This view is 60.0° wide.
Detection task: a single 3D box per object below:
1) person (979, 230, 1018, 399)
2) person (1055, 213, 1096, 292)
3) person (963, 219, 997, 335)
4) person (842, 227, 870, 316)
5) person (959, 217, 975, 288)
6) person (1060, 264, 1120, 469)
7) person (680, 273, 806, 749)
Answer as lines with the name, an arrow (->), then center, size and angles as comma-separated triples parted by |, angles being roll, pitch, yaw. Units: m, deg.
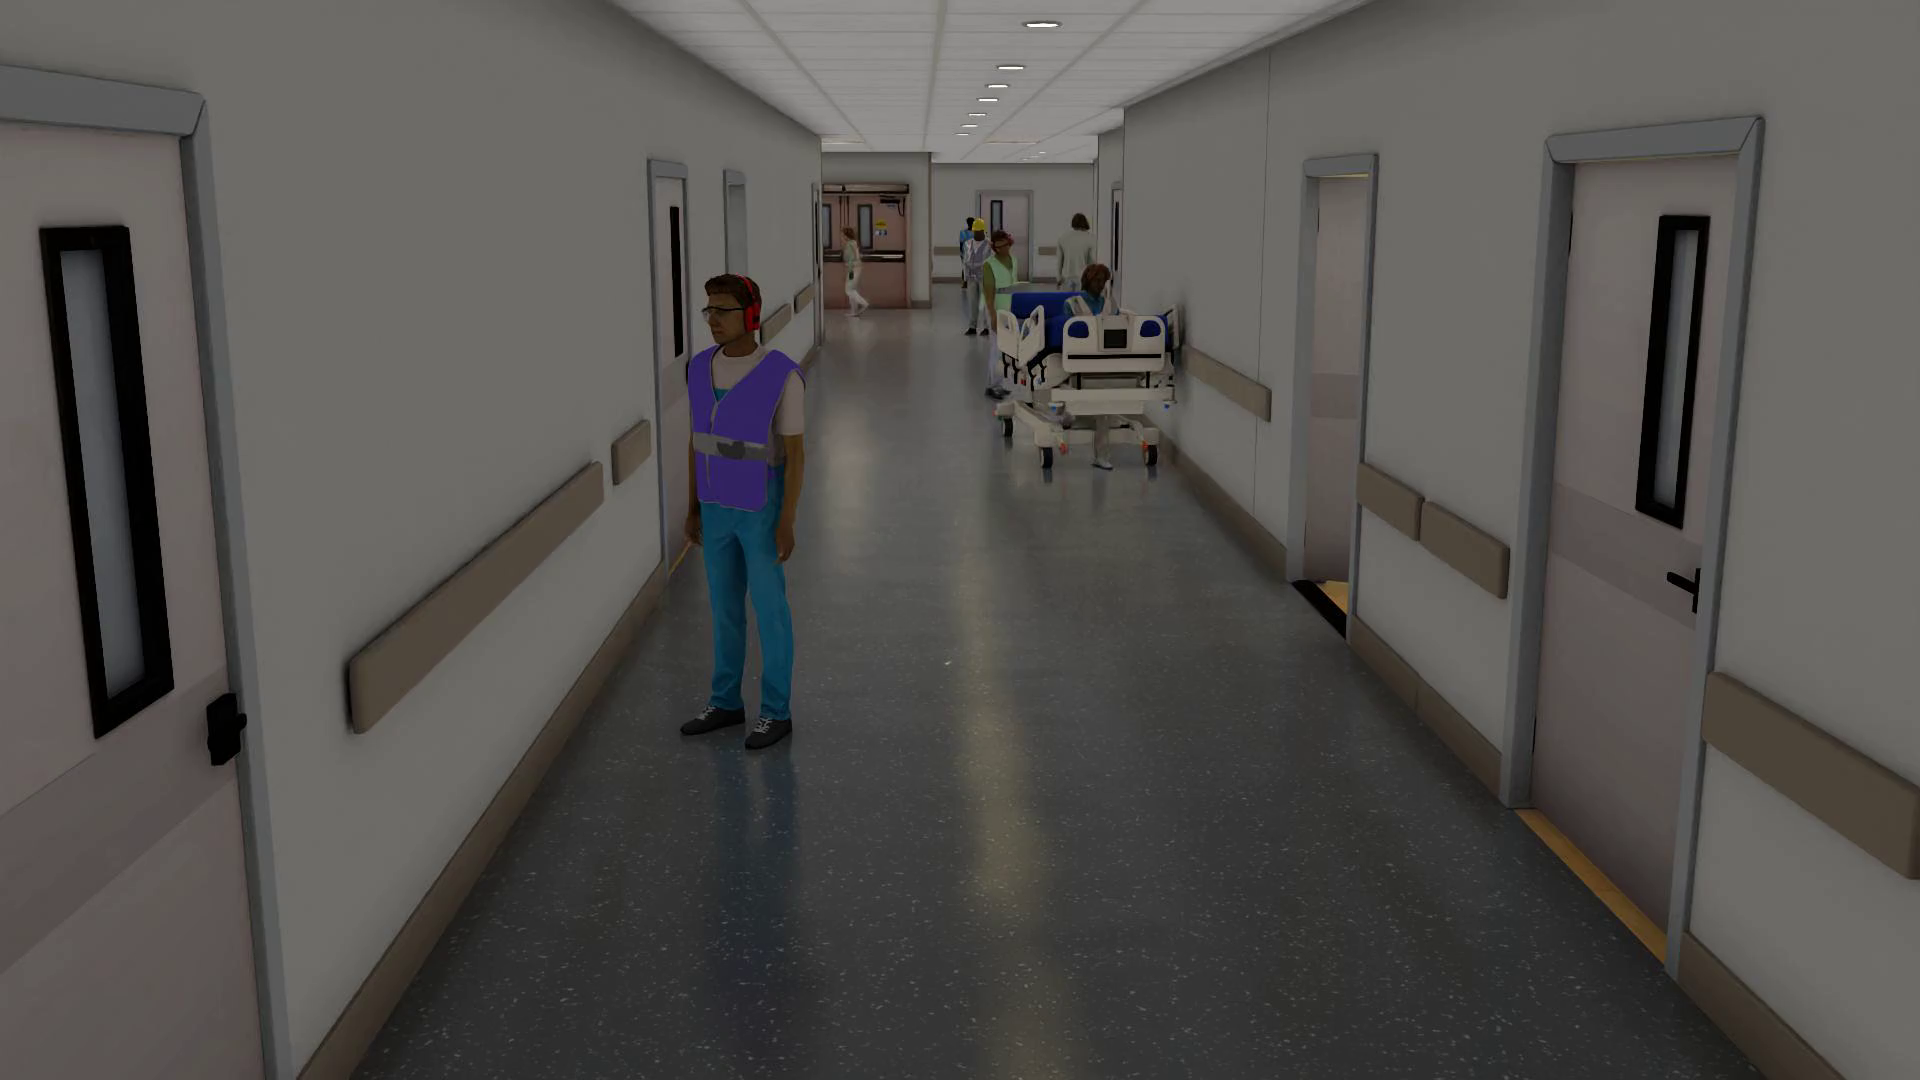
person -> 0.416, -2.424, 17.899 | 0.423, 1.806, 0.662 | 7, 13, 30
person -> 1.743, -3.874, 24.677 | 0.648, 1.923, 0.462 | 6, 13, 26
person -> 0.305, -4.129, 26.161 | 0.590, 1.824, 0.403 | 7, 13, 29
person -> -1.914, -4.854, 30.166 | 0.451, 1.618, 0.556 | 1, 12, 3
person -> 0.241, -6.915, 40.040 | 0.532, 1.693, 0.319 | -1, 12, -5
person -> 1.030, -1.397, 13.305 | 0.528, 1.620, 0.582 | -4, 12, -18
person -> -0.841, -0.114, 6.529 | 0.564, 1.847, 0.388 | 8, 14, 34
